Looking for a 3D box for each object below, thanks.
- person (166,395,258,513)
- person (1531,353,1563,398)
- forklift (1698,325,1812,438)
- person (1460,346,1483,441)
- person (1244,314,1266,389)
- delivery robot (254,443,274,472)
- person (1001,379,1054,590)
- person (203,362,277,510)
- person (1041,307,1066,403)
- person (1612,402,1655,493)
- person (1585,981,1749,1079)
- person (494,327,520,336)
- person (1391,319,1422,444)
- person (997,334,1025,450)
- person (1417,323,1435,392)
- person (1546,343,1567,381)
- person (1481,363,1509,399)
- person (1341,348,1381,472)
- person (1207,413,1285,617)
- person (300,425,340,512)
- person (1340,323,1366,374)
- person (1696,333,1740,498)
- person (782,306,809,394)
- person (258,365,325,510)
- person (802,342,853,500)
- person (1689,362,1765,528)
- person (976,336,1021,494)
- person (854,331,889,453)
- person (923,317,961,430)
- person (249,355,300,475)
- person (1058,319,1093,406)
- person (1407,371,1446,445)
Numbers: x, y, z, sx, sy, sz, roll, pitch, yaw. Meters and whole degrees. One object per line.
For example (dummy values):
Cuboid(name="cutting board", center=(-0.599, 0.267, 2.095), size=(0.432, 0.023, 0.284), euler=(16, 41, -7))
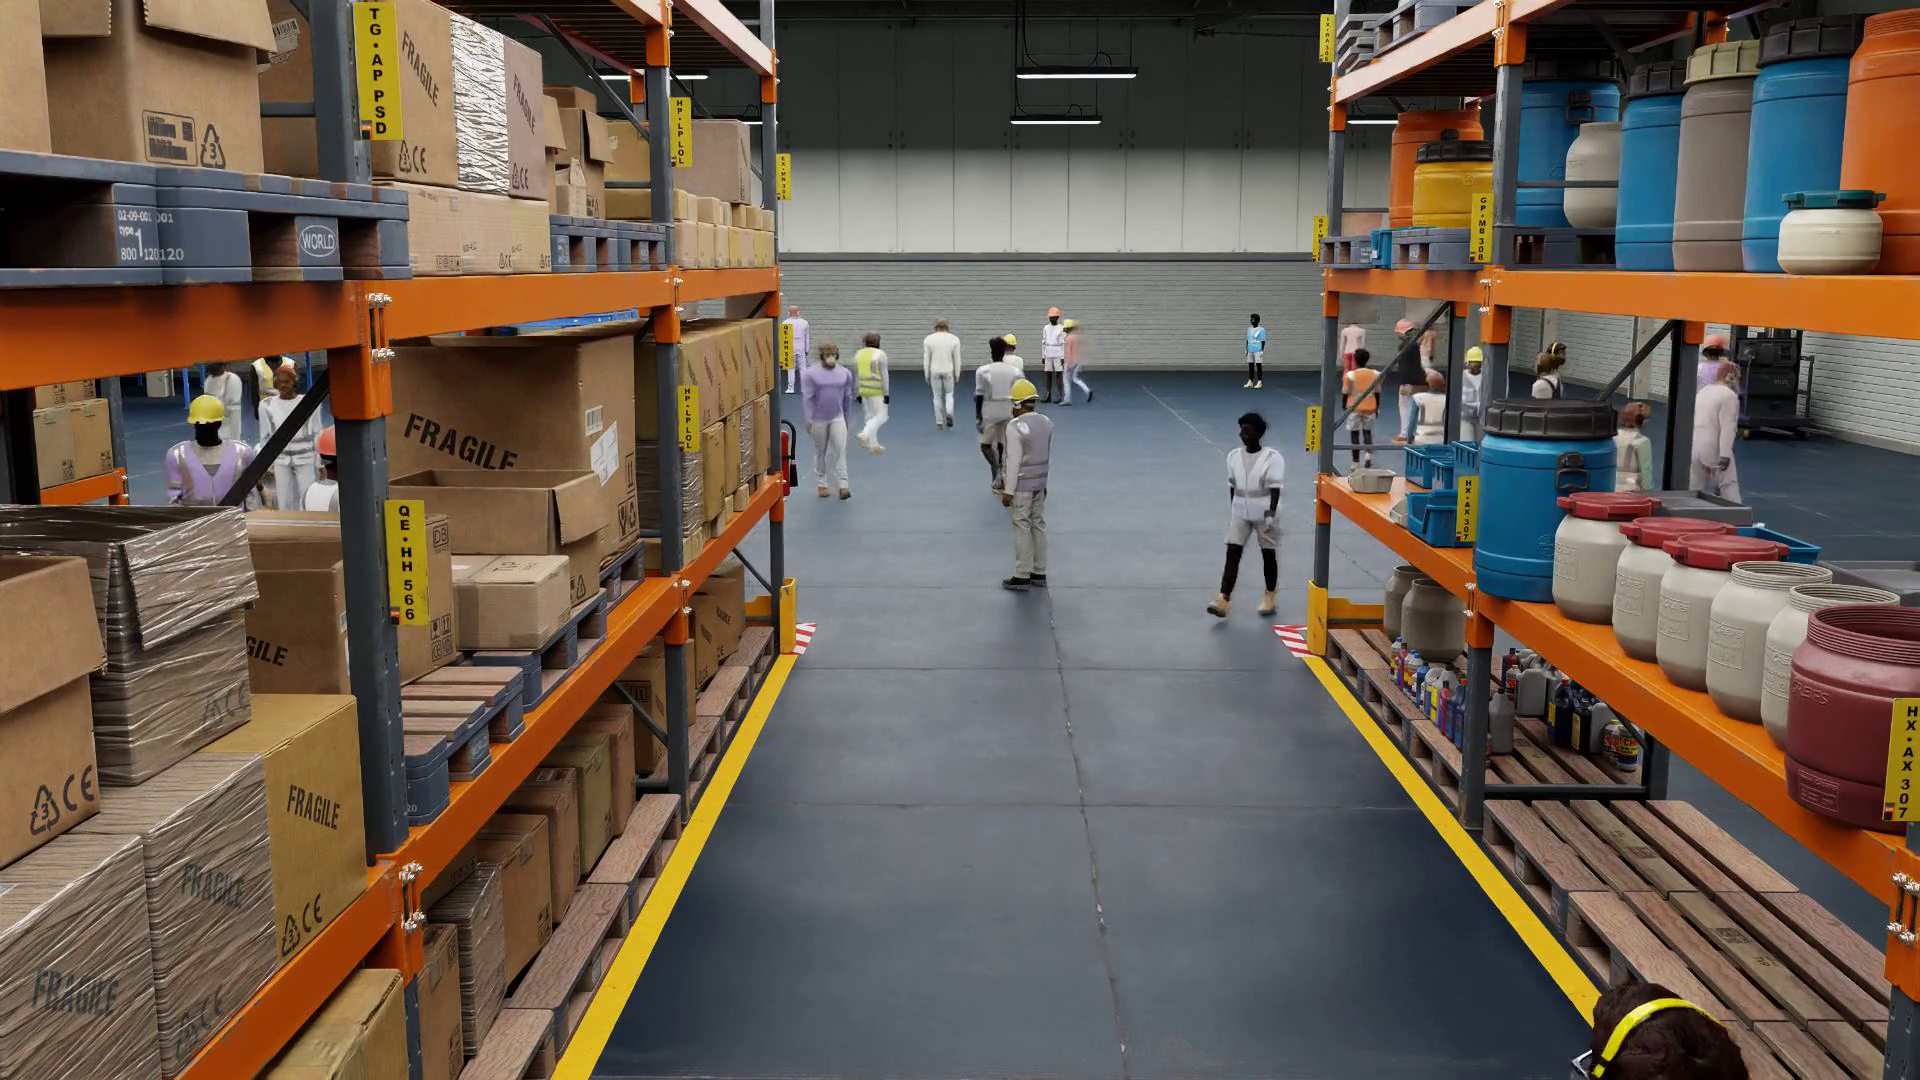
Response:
Cuboid(name="person", center=(-5.289, -0.072, 11.826), size=(0.589, 1.924, 0.384), euler=(-5, 11, -27))
Cuboid(name="person", center=(6.654, -1.252, 19.217), size=(0.513, 1.801, 0.925), euler=(-6, 11, -31))
Cuboid(name="forklift", center=(13.248, -3.165, 27.620), size=(1.129, 2.768, 1.873), euler=(0, 9, 1))
Cuboid(name="person", center=(6.514, -1.564, 21.140), size=(0.598, 1.804, 0.836), euler=(0, 9, -1))
Cuboid(name="person", center=(6.691, -4.286, 37.743), size=(0.317, 1.695, 0.540), euler=(-7, 12, -37))
Cuboid(name="delivery robot", center=(-9.265, -1.157, 22.262), size=(0.477, 0.478, 0.707), euler=(-4, 10, -21))
Cuboid(name="person", center=(0.568, -0.492, 14.614), size=(0.403, 1.830, 0.601), euler=(7, 12, 38))
Cuboid(name="person", center=(-7.918, -1.164, 18.075), size=(0.609, 2.024, 0.831), euler=(6, 11, 31))
Cuboid(name="person", center=(1.905, -3.767, 33.906), size=(0.545, 1.942, 0.351), euler=(6, 11, 31))
Cuboid(name="person", center=(5.985, -0.408, 14.740), size=(0.607, 1.616, 0.552), euler=(-2, 10, -12))
Cuboid(name="person", center=(1.026, 1.552, 2.383), size=(0.521, 1.838, 0.915), euler=(-1, 10, -6))
Cuboid(name="person", center=(-11.761, -5.389, 43.454), size=(0.883, 2.000, 0.700), euler=(3, 10, 15))
Cuboid(name="person", center=(7.152, -2.494, 26.239), size=(0.715, 1.966, 0.631), euler=(7, 12, 38))
Cuboid(name="person", center=(0.752, -2.236, 25.248), size=(0.529, 1.772, 0.304), euler=(6, 11, 30))
Cuboid(name="person", center=(10.320, -4.089, 36.881), size=(0.527, 1.597, 0.857), euler=(-8, 12, -40))
Cuboid(name="person", center=(7.308, -1.504, 20.568), size=(0.329, 1.871, 0.513), euler=(5, 11, 30))
Cuboid(name="person", center=(7.244, -1.902, 22.746), size=(0.544, 1.939, 0.355), euler=(8, 12, 40))
Cuboid(name="person", center=(5.476, -1.783, 22.761), size=(0.545, 1.683, 0.369), euler=(0, 9, -1))
Cuboid(name="person", center=(2.317, -0.183, 13.316), size=(0.540, 1.645, 0.884), euler=(7, 12, 35))
Cuboid(name="person", center=(-3.536, 0.294, 9.597), size=(0.551, 1.935, 0.375), euler=(7, 12, 38))
Cuboid(name="person", center=(8.582, -4.077, 36.339), size=(0.530, 1.756, 0.405), euler=(6, 11, 30))
Cuboid(name="person", center=(9.035, -1.473, 19.990), size=(0.620, 2.014, 0.950), euler=(2, 10, 14))
Cuboid(name="person", center=(-3.613, -4.151, 36.320), size=(0.642, 1.905, 0.399), euler=(-4, 10, -23))
Cuboid(name="person", center=(-6.427, -0.740, 16.027), size=(0.573, 1.868, 0.389), euler=(-2, 10, -13))
Cuboid(name="person", center=(-1.571, -1.427, 20.027), size=(0.632, 1.885, 1.015), euler=(-3, 10, -15))
Cuboid(name="person", center=(7.775, -0.888, 16.986), size=(0.992, 1.833, 0.712), euler=(-2, 10, -13))
Cuboid(name="person", center=(0.483, -1.527, 20.467), size=(0.594, 1.943, 0.554), euler=(-3, 10, -17))
Cuboid(name="person", center=(-1.333, -2.199, 24.860), size=(0.641, 1.828, 0.579), euler=(9, 13, 43))
Cuboid(name="person", center=(-0.313, -2.852, 28.469), size=(0.629, 1.927, 0.464), euler=(-1, 10, -4))
Cuboid(name="person", center=(-9.206, -1.790, 22.411), size=(0.618, 1.836, 0.431), euler=(-5, 11, -29))
Cuboid(name="person", center=(2.281, -3.537, 33.115), size=(0.626, 1.739, 0.547), euler=(5, 11, 29))
Cuboid(name="person", center=(5.377, -1.116, 18.963), size=(0.530, 1.622, 0.580), euler=(1, 10, 5))
